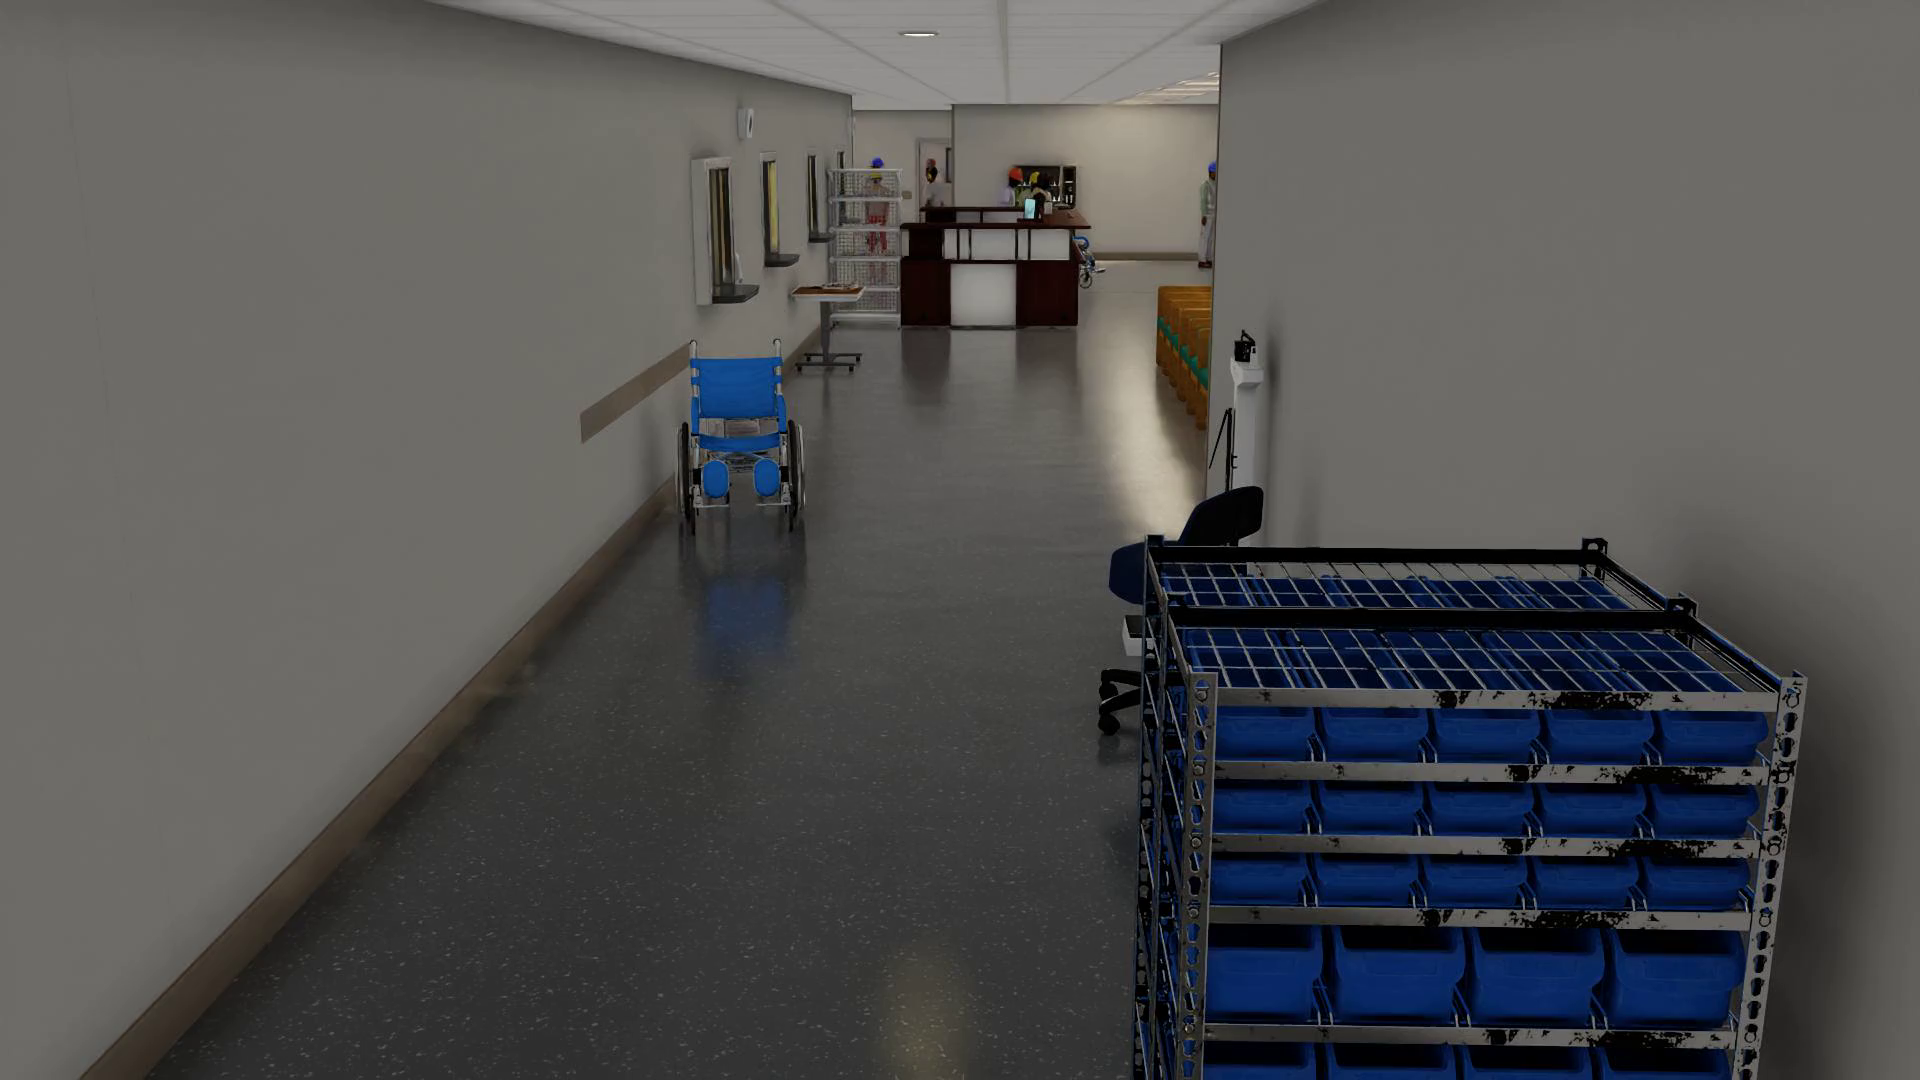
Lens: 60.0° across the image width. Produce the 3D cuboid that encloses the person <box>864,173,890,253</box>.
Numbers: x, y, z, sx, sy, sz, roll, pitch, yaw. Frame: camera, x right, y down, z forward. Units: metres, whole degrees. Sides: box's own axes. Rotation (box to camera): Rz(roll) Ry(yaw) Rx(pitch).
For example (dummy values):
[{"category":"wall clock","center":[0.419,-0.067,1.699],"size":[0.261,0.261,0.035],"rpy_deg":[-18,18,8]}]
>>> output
[{"category":"person","center":[-1.636,-6.387,32.714],"size":[0.524,1.769,0.308],"rpy_deg":[4,15,17]}]

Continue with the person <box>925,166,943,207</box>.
[{"category":"person","center":[-0.488,-6.117,31.420],"size":[0.506,1.860,0.538],"rpy_deg":[9,17,33]}]

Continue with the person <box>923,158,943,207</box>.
[{"category":"person","center":[-0.611,-7.748,38.003],"size":[0.494,1.914,0.682],"rpy_deg":[7,15,26]}]

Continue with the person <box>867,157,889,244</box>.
[{"category":"person","center":[-1.827,-7.593,37.280],"size":[0.655,1.917,0.629],"rpy_deg":[2,14,9]}]

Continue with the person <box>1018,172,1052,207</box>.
[{"category":"person","center":[1.291,-5.416,28.665],"size":[0.595,1.825,0.404],"rpy_deg":[-1,14,-3]}]

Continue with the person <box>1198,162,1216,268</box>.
[{"category":"person","center":[4.661,-6.038,30.931],"size":[0.402,1.942,0.609],"rpy_deg":[10,17,35]}]

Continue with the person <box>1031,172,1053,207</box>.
[{"category":"person","center":[1.369,-5.230,27.910],"size":[0.432,1.835,0.628],"rpy_deg":[2,14,9]}]
